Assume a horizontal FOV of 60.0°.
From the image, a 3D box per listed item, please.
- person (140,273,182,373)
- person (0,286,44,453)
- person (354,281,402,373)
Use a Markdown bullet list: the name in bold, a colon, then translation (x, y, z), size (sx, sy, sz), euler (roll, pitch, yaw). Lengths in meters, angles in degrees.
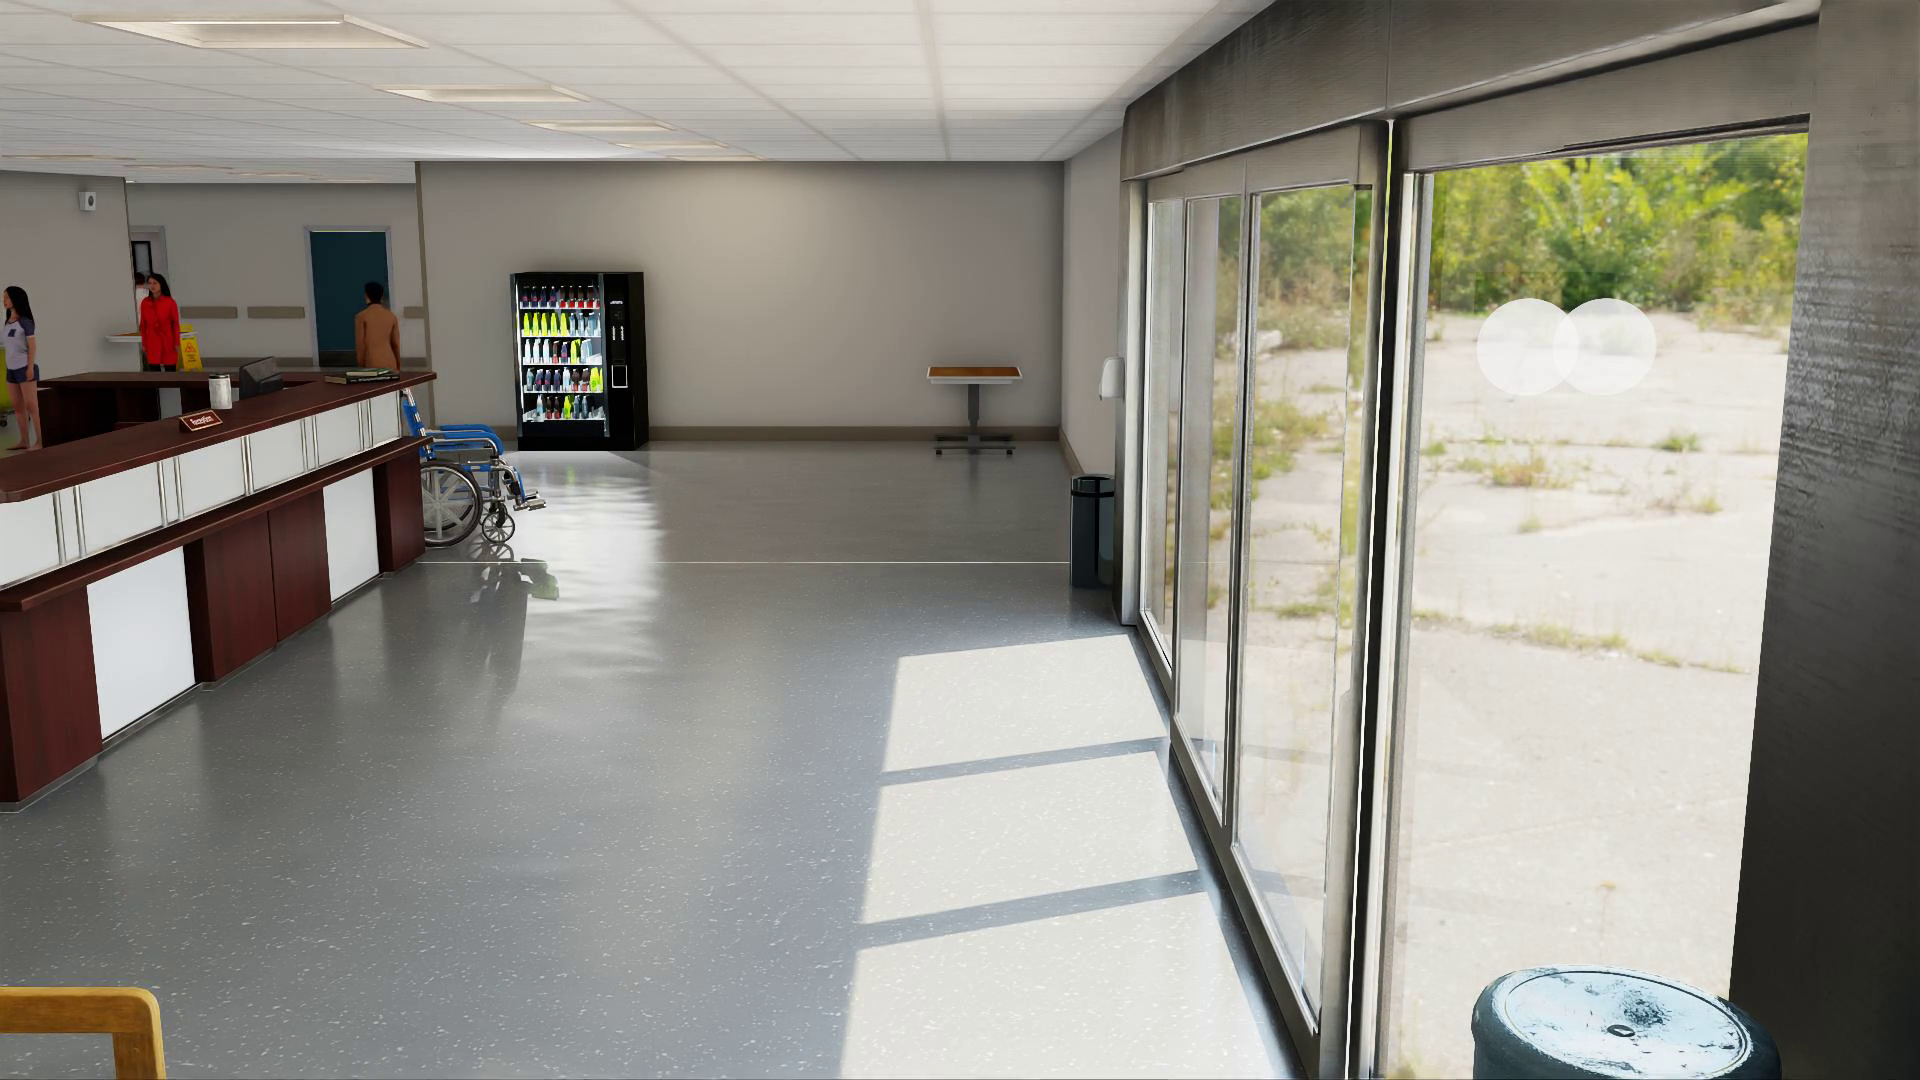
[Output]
- **person**: translation (-9.732, -2.368, 20.266), size (0.564, 1.747, 0.684), euler (-1, 11, -5)
- **person**: translation (-9.748, -1.780, 17.278), size (0.623, 1.706, 0.736), euler (6, 12, 28)
- **person**: translation (-6.105, -1.851, 17.543), size (1.016, 1.704, 1.046), euler (-9, 14, -39)
